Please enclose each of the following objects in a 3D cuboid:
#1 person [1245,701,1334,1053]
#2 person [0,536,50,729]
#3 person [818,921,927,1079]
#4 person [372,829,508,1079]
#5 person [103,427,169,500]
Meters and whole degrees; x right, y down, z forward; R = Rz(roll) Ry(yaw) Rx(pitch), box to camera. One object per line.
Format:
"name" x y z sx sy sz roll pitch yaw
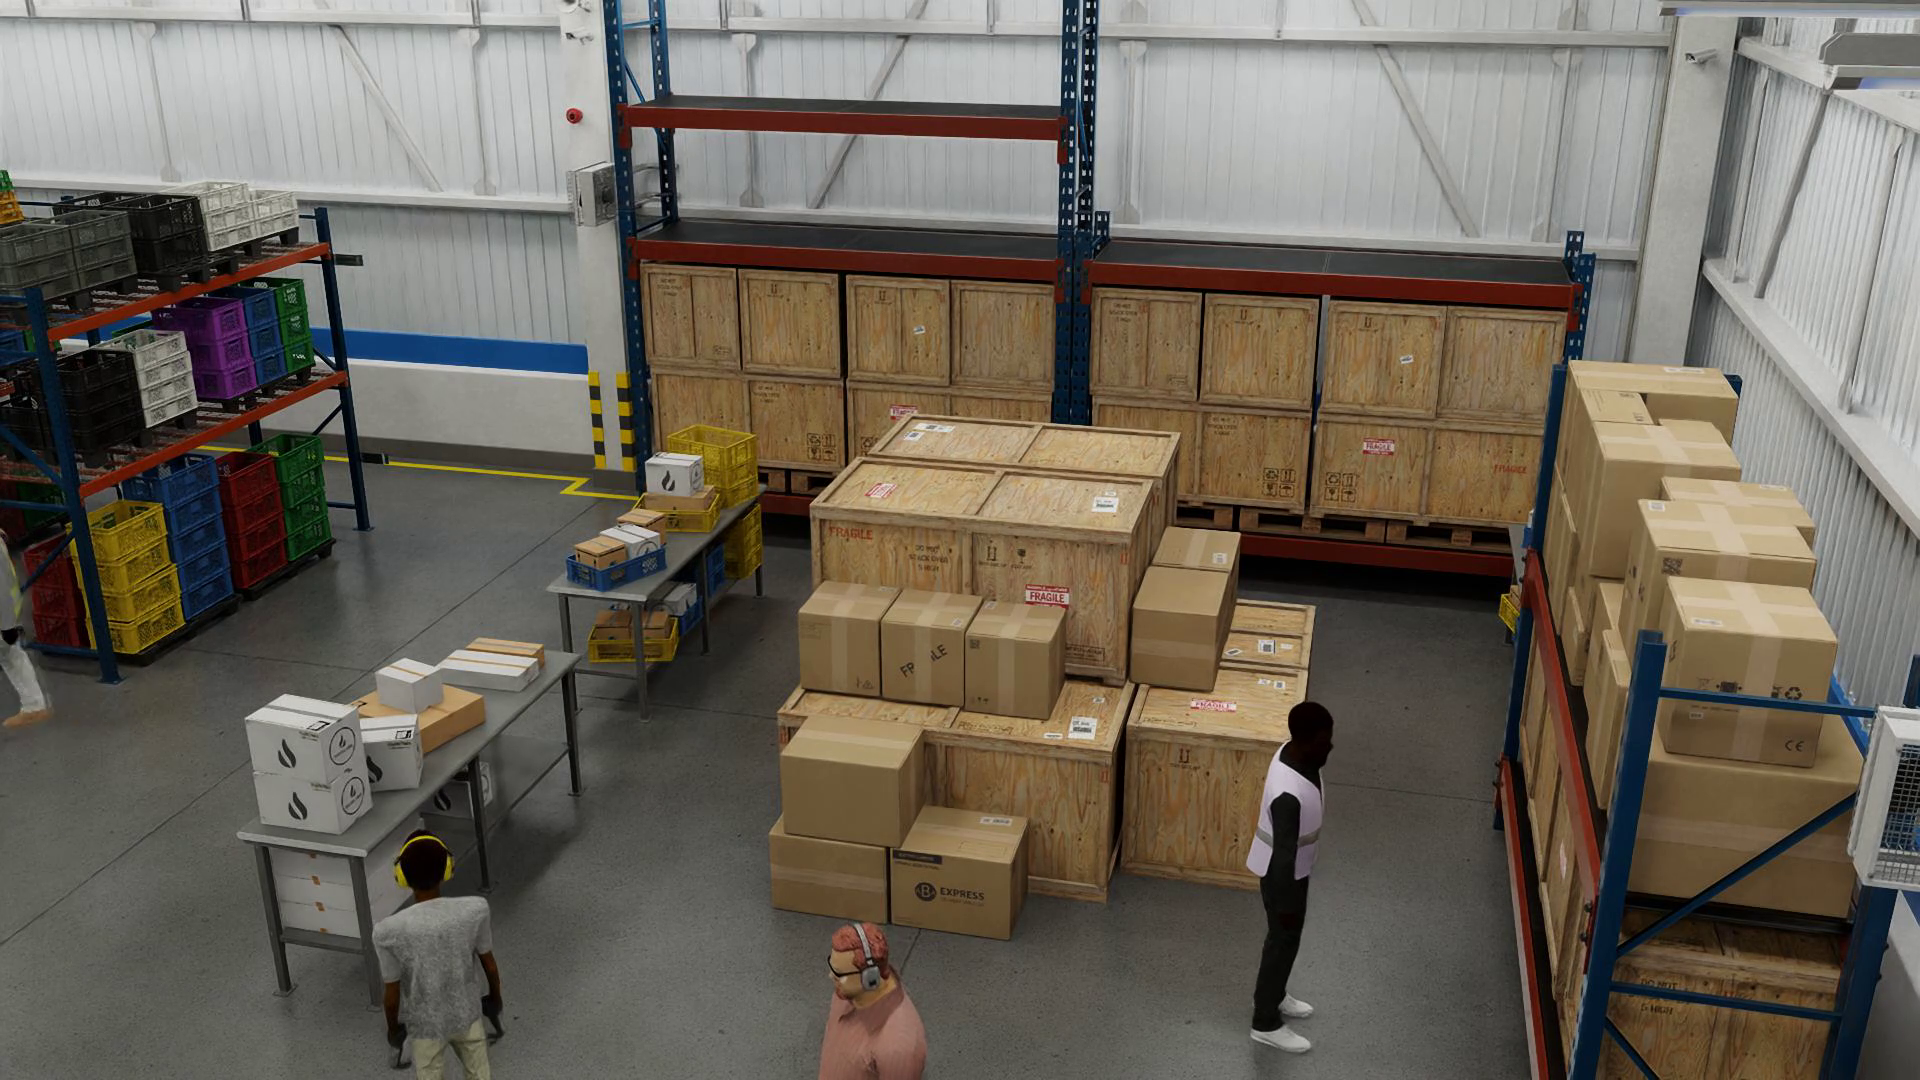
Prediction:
"person" 1.645 1.665 8.381 0.399 1.909 0.606 6 22 15
"person" -6.832 0.542 11.446 0.809 1.811 0.647 -16 26 -36
"person" -0.363 2.348 6.609 0.402 1.899 0.630 -7 22 -19
"person" -2.249 2.111 7.264 0.533 1.868 0.310 -12 24 -29
"person" -7.371 -0.796 14.848 0.573 1.883 0.354 -4 21 -12
